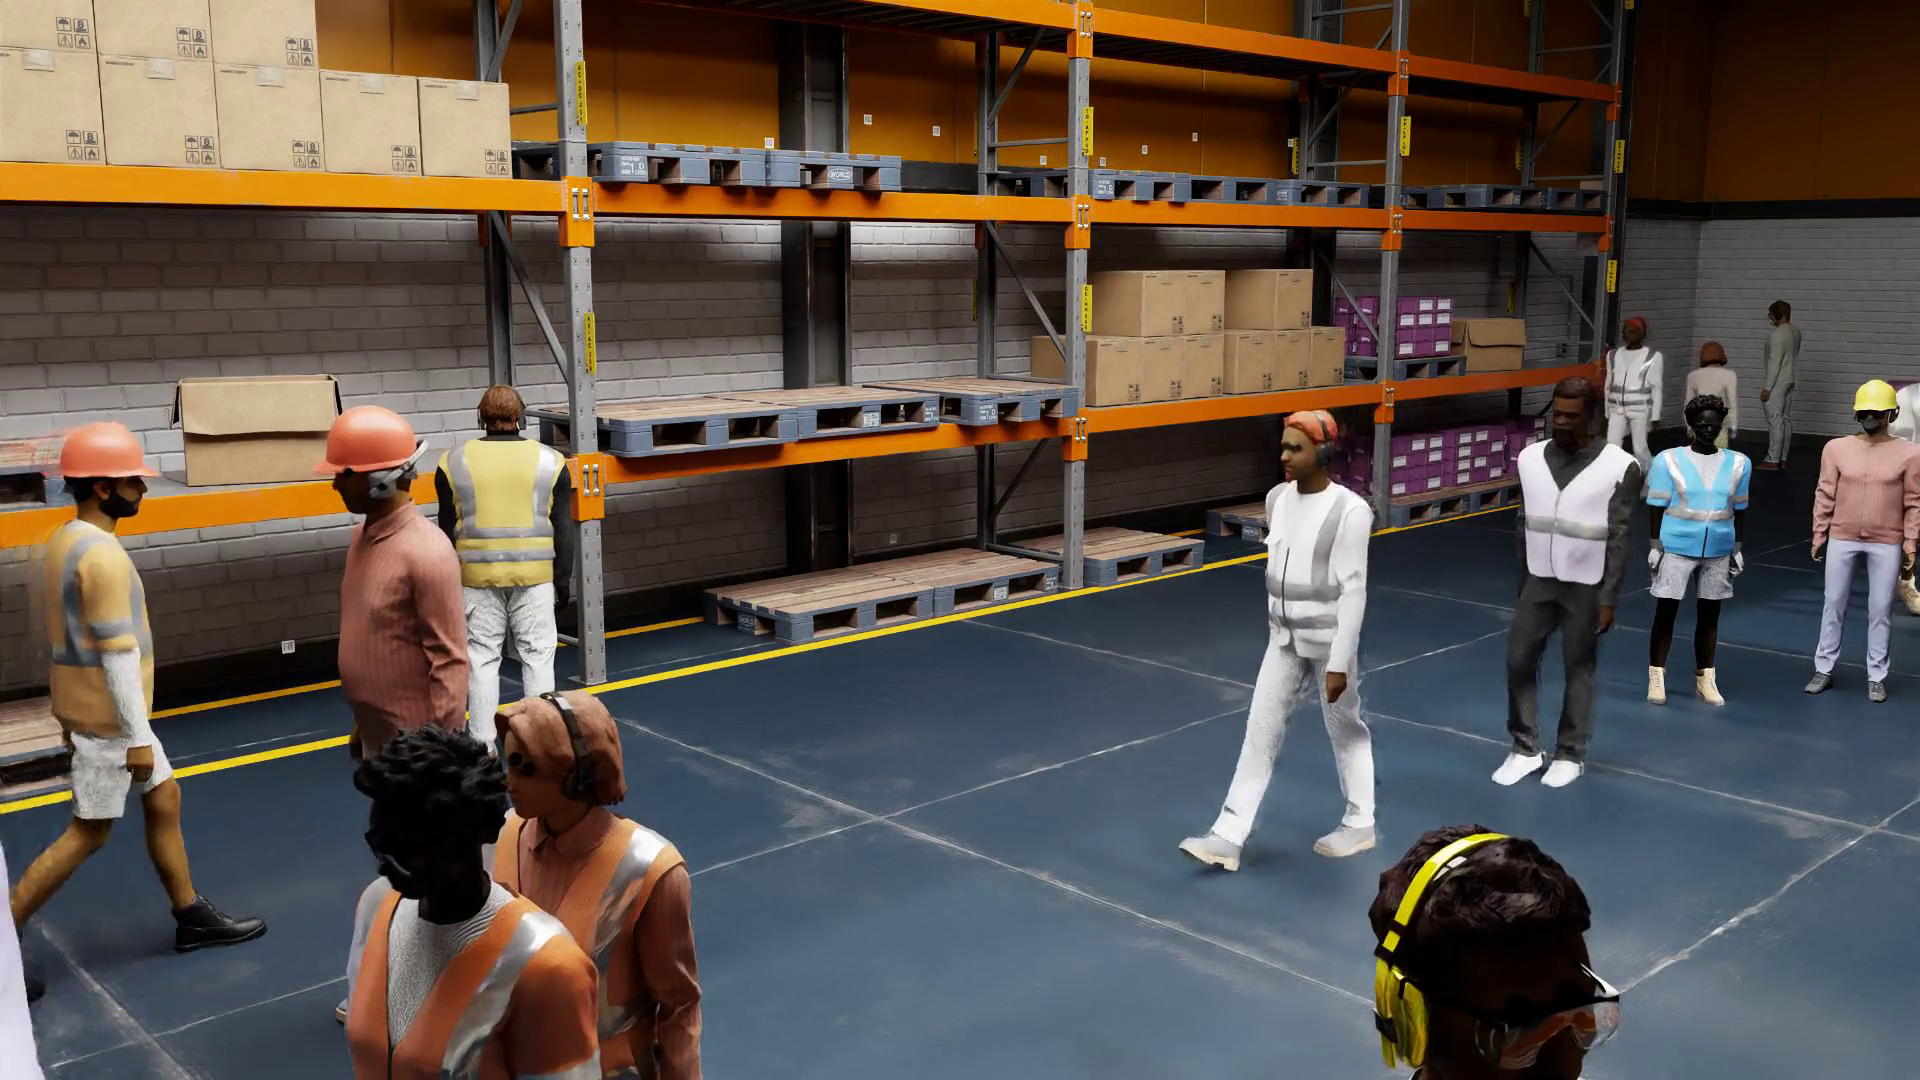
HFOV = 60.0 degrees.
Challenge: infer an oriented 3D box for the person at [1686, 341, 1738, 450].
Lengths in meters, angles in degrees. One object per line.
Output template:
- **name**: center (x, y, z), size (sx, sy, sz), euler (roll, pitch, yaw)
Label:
- **person**: center (7.221, -1.113, 16.075), size (0.529, 1.613, 0.529), euler (-7, 12, -36)

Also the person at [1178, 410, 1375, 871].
- **person**: center (1.328, 0.409, 6.553), size (0.968, 1.826, 0.602), euler (-6, 11, -31)

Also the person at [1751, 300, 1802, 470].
- **person**: center (9.306, -1.756, 18.935), size (0.628, 1.935, 0.373), euler (-9, 13, -43)

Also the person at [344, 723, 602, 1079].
- **person**: center (-0.823, 1.122, 2.788), size (0.530, 1.692, 0.321), euler (6, 11, 32)

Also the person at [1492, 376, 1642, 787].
- **person**: center (2.719, 0.212, 7.517), size (0.587, 1.897, 0.613), euler (9, 13, 44)

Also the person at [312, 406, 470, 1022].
- **person**: center (-1.717, 0.580, 5.092), size (0.392, 1.989, 0.610), euler (-8, 13, -40)

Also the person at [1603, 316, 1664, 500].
- **person**: center (6.595, -1.259, 16.267), size (0.860, 1.858, 0.584), euler (-9, 13, -43)

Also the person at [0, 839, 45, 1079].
- **person**: center (-1.854, 1.028, 2.750), size (0.990, 1.889, 0.659), euler (-8, 12, -38)

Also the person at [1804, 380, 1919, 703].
- **person**: center (4.950, 0.007, 9.102), size (0.533, 1.767, 0.325), euler (7, 12, 35)

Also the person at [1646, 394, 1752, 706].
- **person**: center (3.985, 0.057, 9.012), size (0.535, 1.697, 0.318), euler (1, 10, 6)

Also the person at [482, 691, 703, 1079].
- **person**: center (-0.728, 1.080, 3.199), size (0.523, 1.636, 0.311), euler (4, 11, 24)

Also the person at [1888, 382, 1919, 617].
- **person**: center (6.336, -0.383, 10.781), size (0.665, 1.993, 0.979), euler (4, 10, 22)

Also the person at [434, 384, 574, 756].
- **person**: center (-2.148, 0.180, 7.910), size (0.621, 1.836, 0.430), euler (-3, 10, -16)

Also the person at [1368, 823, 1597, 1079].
- **person**: center (0.519, 1.203, 1.795), size (0.521, 1.873, 0.335), euler (-5, 11, -28)

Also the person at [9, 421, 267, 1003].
- **person**: center (-2.889, 0.559, 5.501), size (0.956, 1.903, 0.558), euler (-7, 12, -37)
